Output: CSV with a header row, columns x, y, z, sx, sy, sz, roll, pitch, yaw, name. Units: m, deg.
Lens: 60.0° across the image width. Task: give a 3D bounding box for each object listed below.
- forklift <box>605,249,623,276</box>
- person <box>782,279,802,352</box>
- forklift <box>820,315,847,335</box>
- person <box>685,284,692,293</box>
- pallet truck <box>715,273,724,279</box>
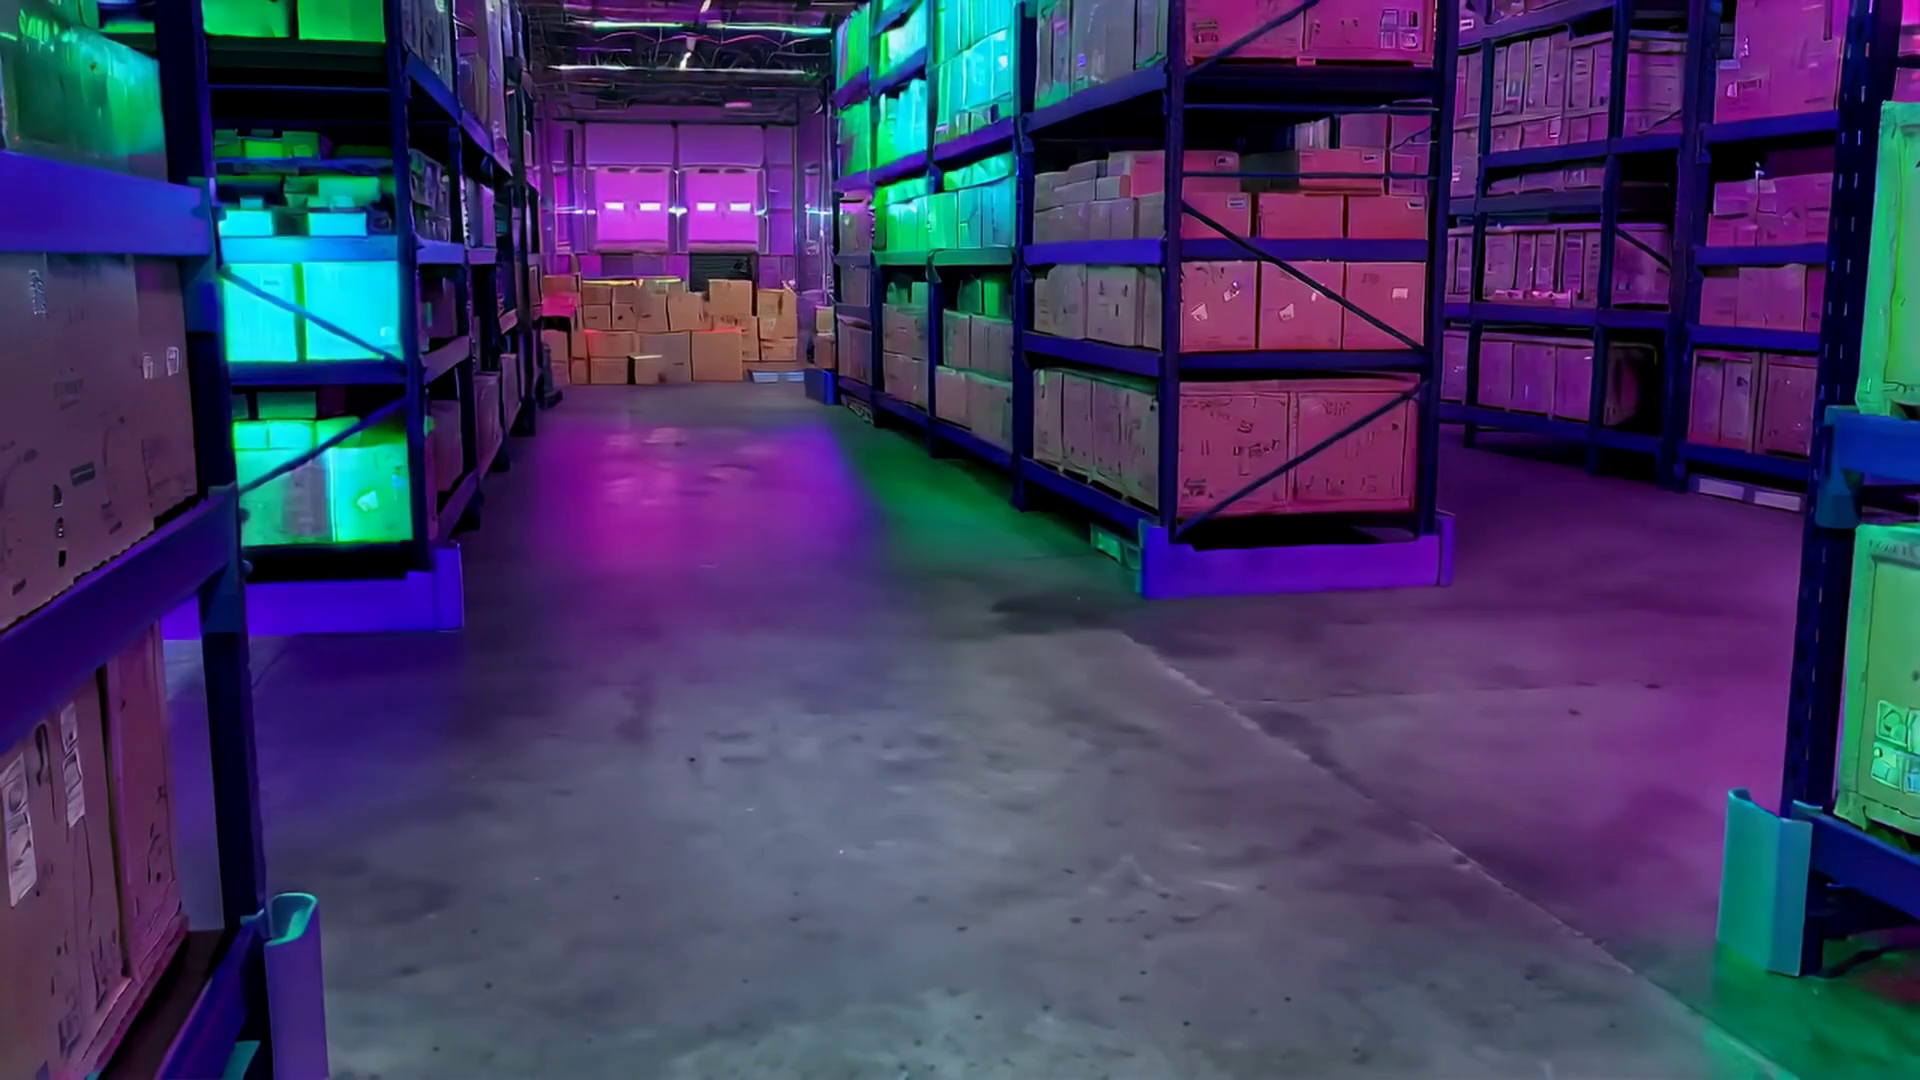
x,y,z,sx,sy,sz,roll,pitch,yaw,name
-11.407,-8.233,55.004,1.873,2.768,1.129,-5,11,-29,forklift
-4.430,-5.906,43.745,0.485,1.918,0.657,2,10,14,person
-1.634,-4.210,30.485,1.129,2.768,1.873,6,11,32,forklift
-6.137,-4.809,37.323,0.428,1.838,0.628,-6,11,-34,person
-8.580,-8.986,62.280,1.885,1.965,0.823,1,9,5,pallet truck
